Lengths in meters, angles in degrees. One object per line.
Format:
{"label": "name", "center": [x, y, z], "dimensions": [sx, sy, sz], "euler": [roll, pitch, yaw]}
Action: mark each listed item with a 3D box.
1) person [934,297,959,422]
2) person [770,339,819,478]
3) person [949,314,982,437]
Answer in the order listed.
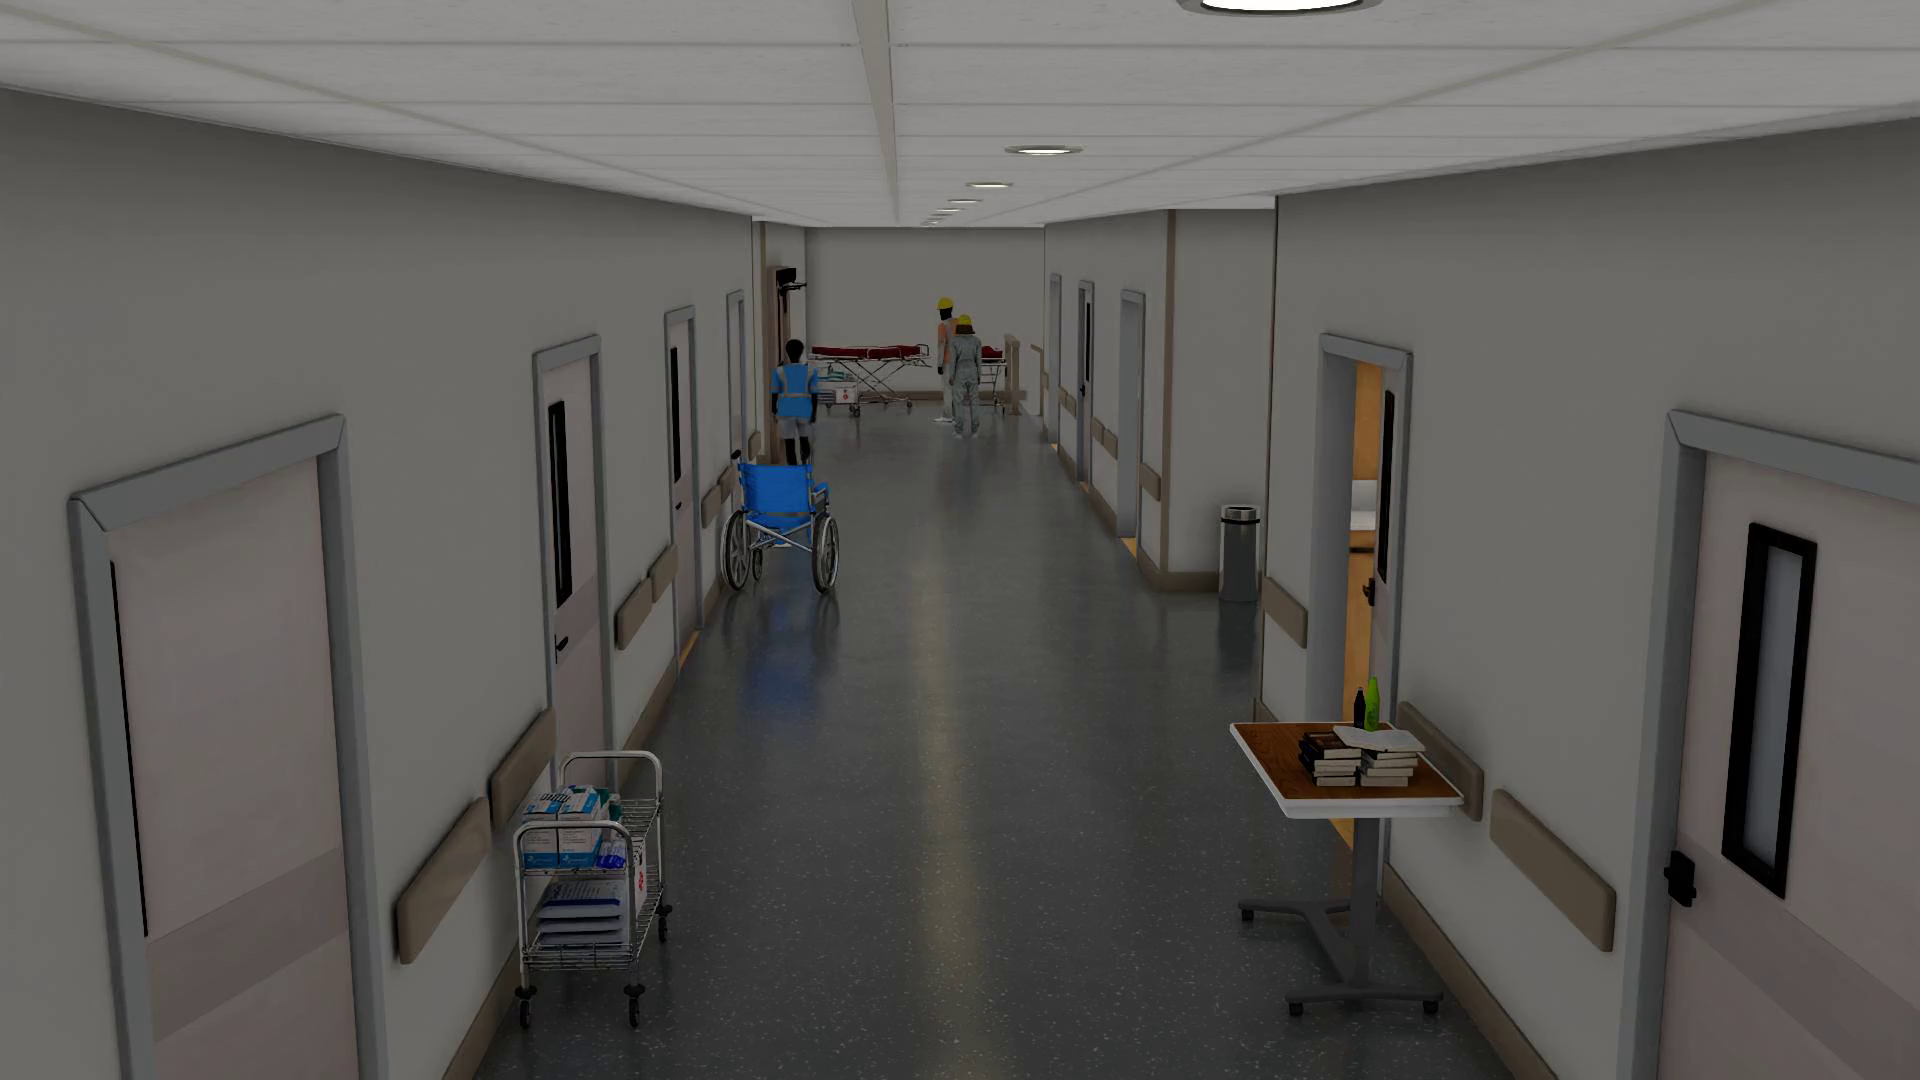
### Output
{"label": "person", "center": [-0.186, -2.773, 25.656], "dimensions": [0.392, 1.918, 0.585], "euler": [7, 12, 33]}
{"label": "person", "center": [-1.892, -1.435, 18.874], "dimensions": [0.540, 1.679, 0.587], "euler": [-3, 11, -18]}
{"label": "person", "center": [0.069, -2.342, 23.740], "dimensions": [0.493, 1.742, 0.300], "euler": [-3, 11, -18]}
